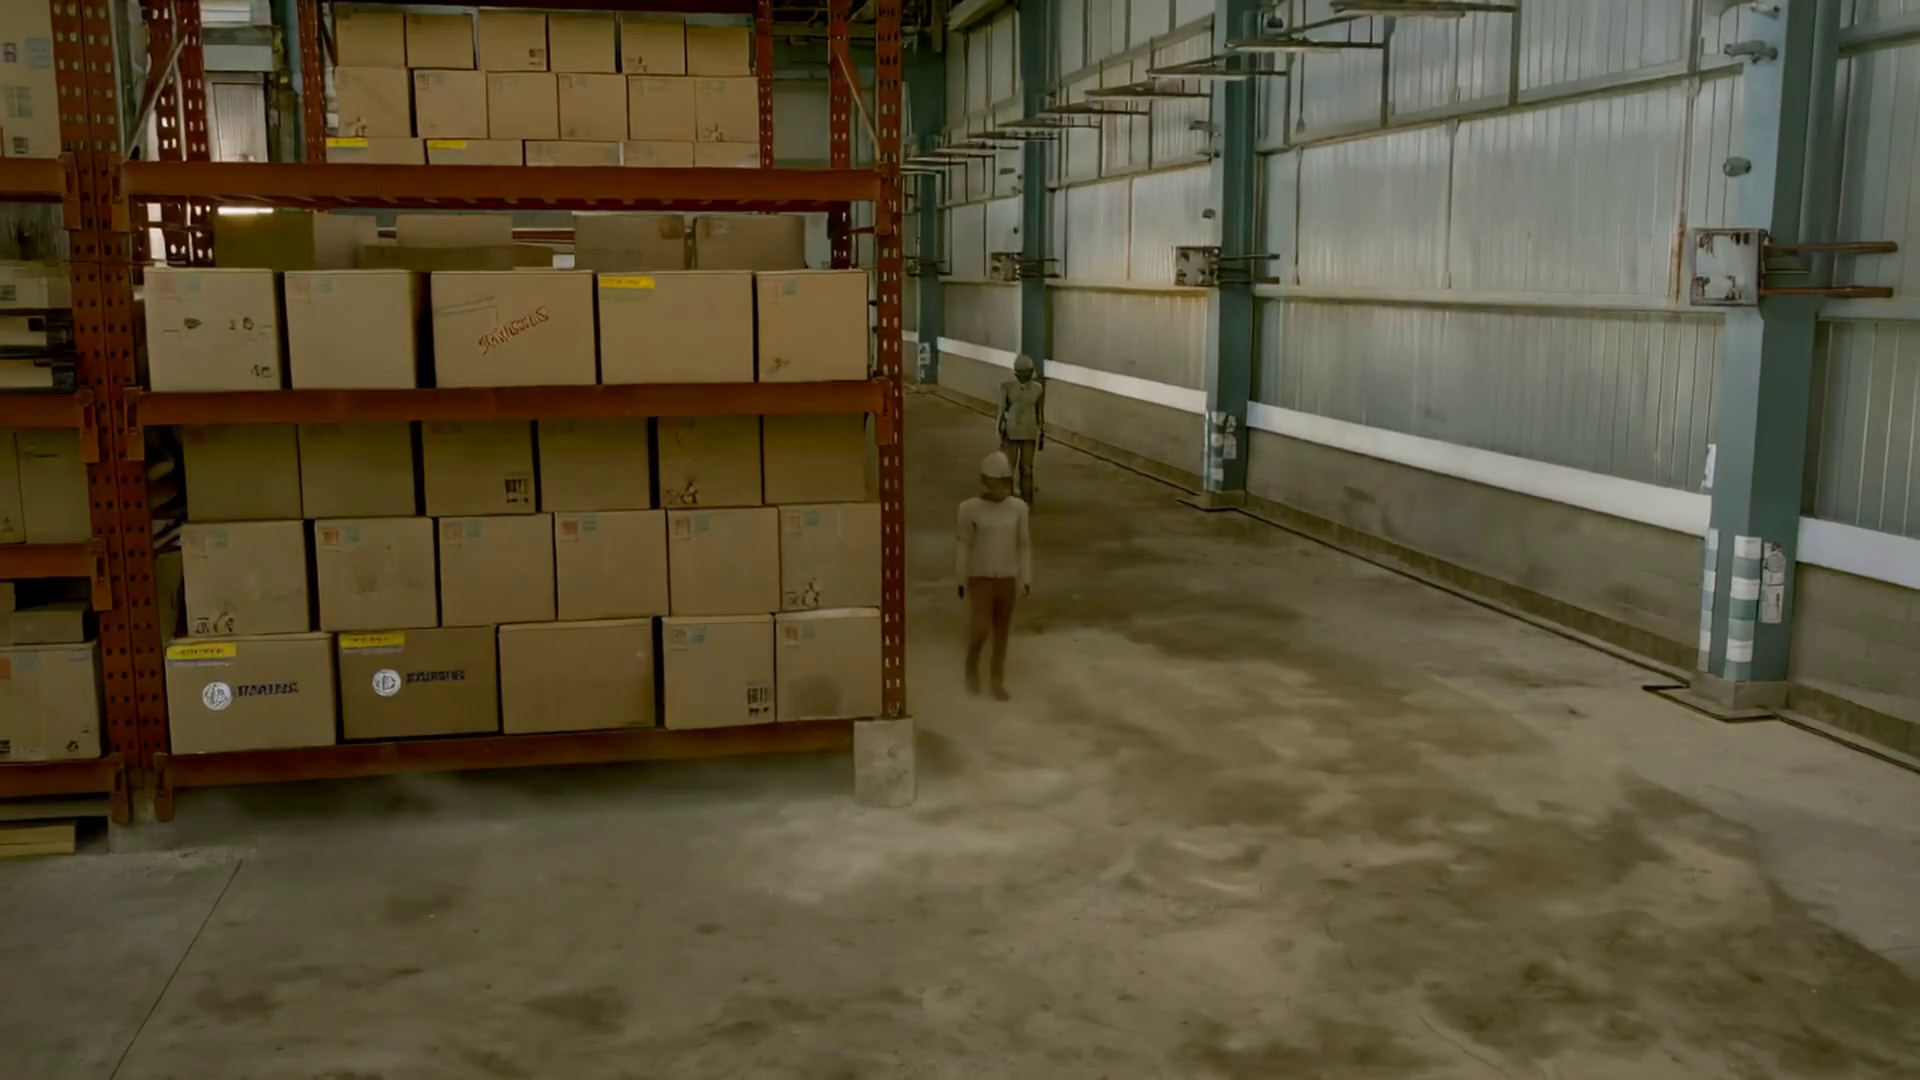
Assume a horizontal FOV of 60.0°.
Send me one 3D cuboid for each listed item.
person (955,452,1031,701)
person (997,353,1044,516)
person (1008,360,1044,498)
[{"bbox_3d":[0.244,0.259,11.617,0.545,1.754,0.364,-3,10,-19],"label":"person"},{"bbox_3d":[0.743,-1.273,20.258,0.608,1.994,0.382,-4,10,-24],"label":"person"},{"bbox_3d":[0.874,-1.476,21.966,0.620,1.842,0.429,-8,12,-40],"label":"person"}]
